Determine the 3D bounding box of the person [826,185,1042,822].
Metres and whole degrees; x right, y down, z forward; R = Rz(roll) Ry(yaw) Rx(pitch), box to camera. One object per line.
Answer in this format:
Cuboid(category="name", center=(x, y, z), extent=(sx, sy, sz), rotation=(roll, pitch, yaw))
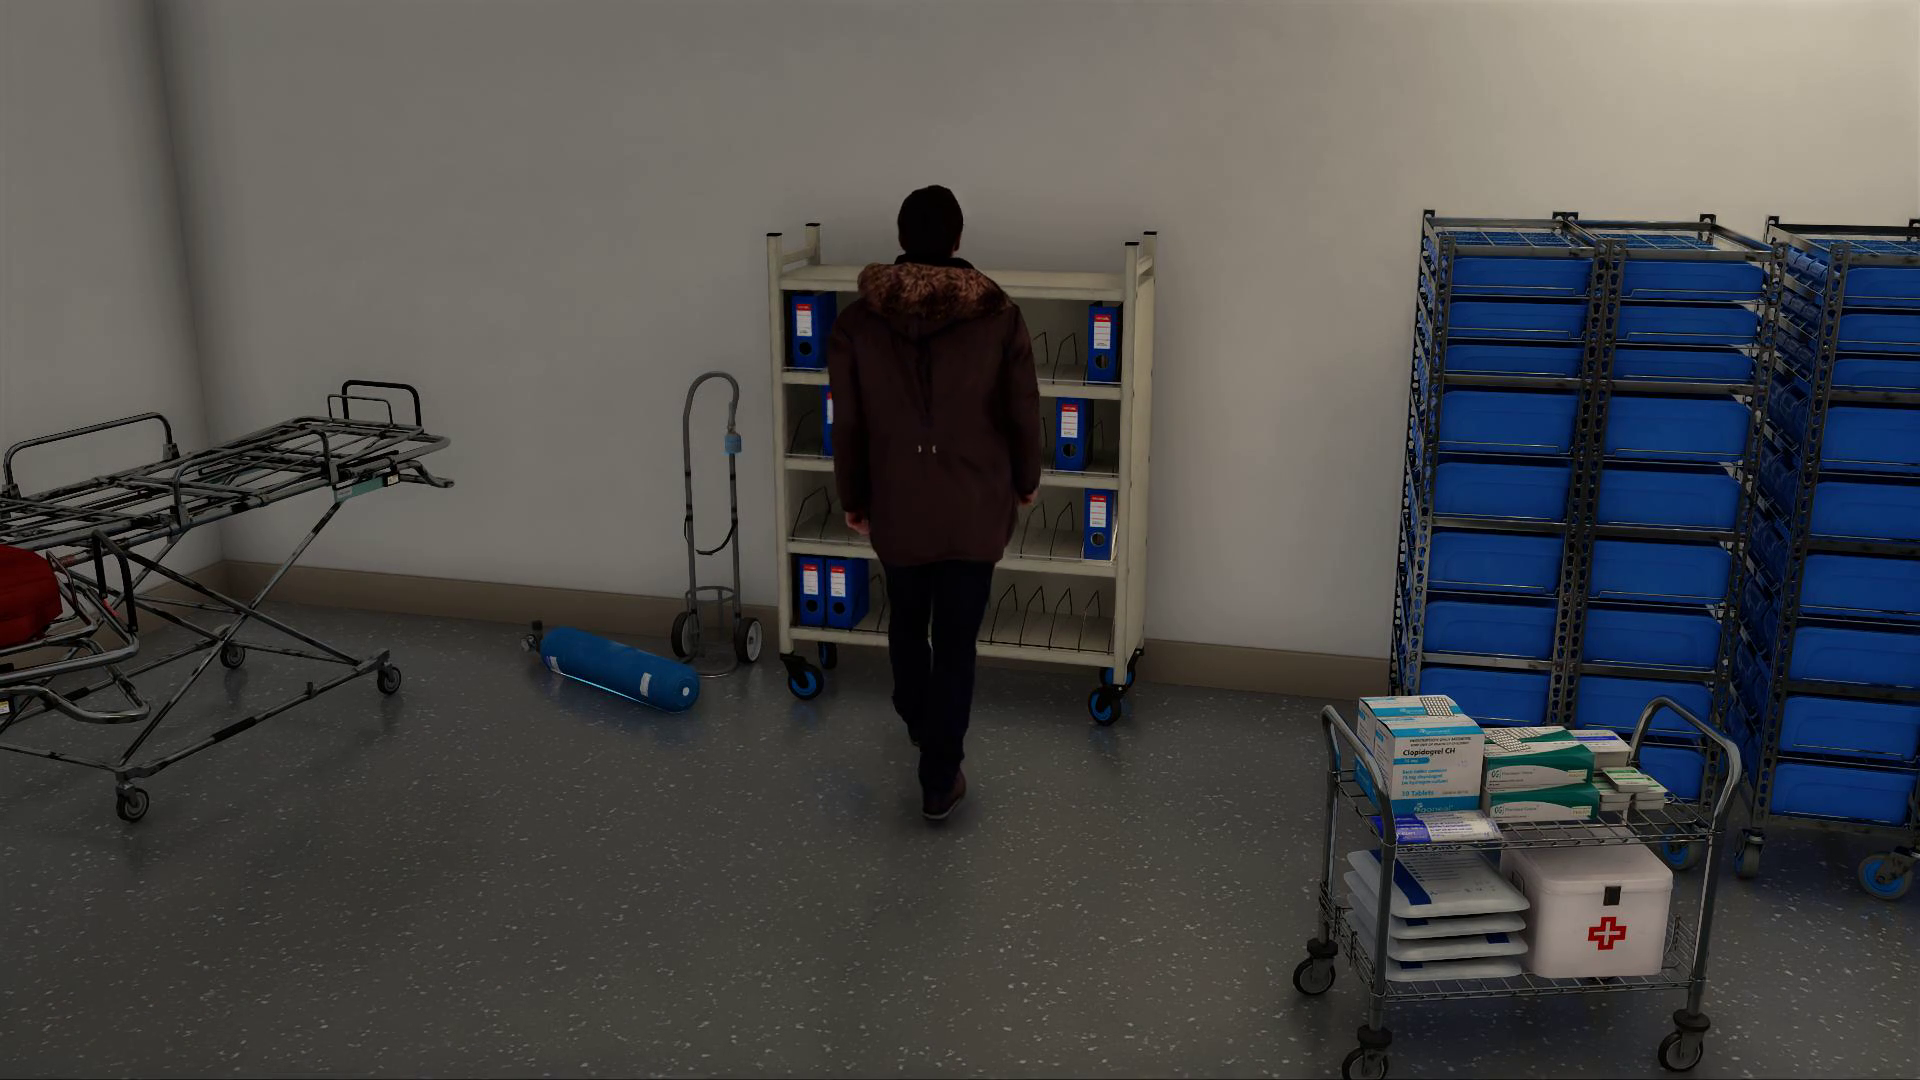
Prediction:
Cuboid(category="person", center=(-0.069, -0.073, 4.832), extent=(0.786, 1.817, 1.017), rotation=(3, 16, 10))
